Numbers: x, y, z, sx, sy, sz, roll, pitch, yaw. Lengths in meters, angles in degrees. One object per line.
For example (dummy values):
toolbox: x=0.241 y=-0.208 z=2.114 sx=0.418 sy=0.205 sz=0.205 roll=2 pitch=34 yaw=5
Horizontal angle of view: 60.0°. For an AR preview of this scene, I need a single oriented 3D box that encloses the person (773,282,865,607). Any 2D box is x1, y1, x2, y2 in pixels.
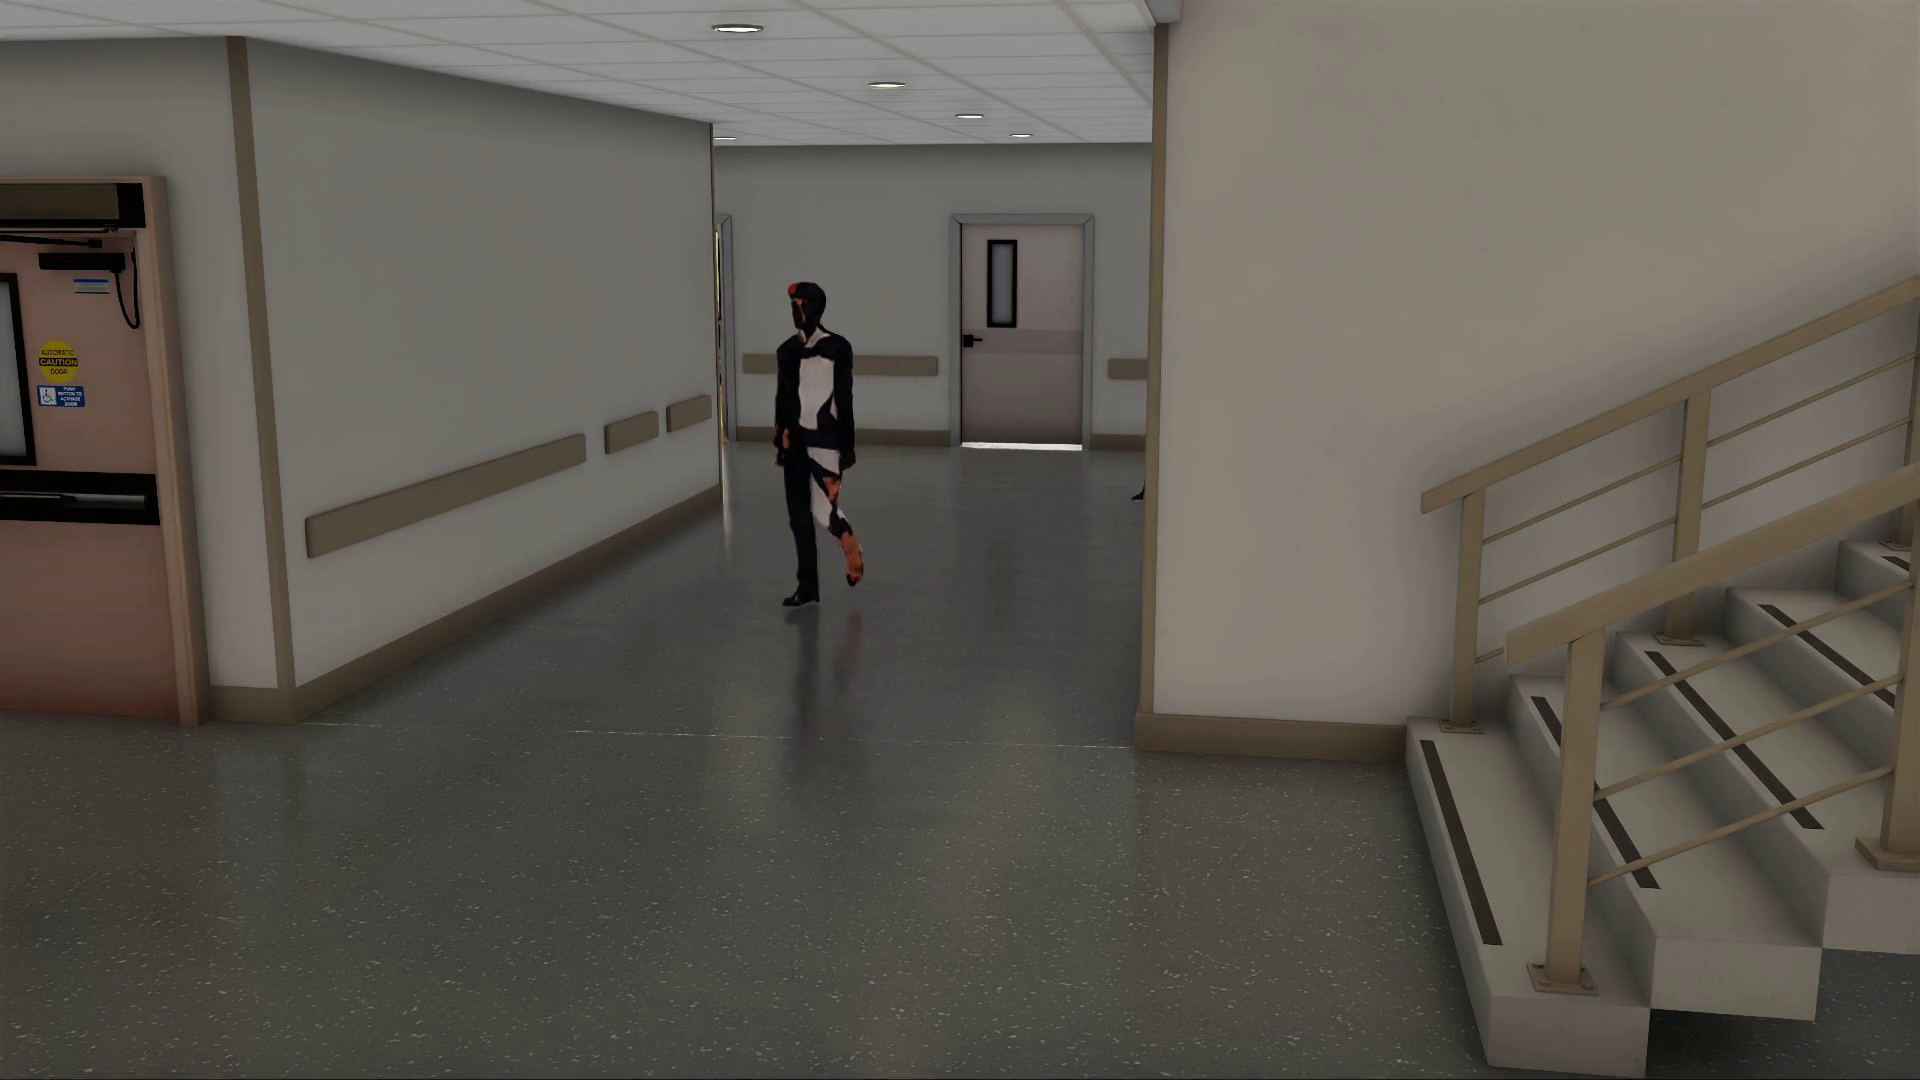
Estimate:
person: x=-0.802 y=-0.553 z=9.730 sx=0.926 sy=1.878 sz=0.917 roll=6 pitch=12 yaw=28
